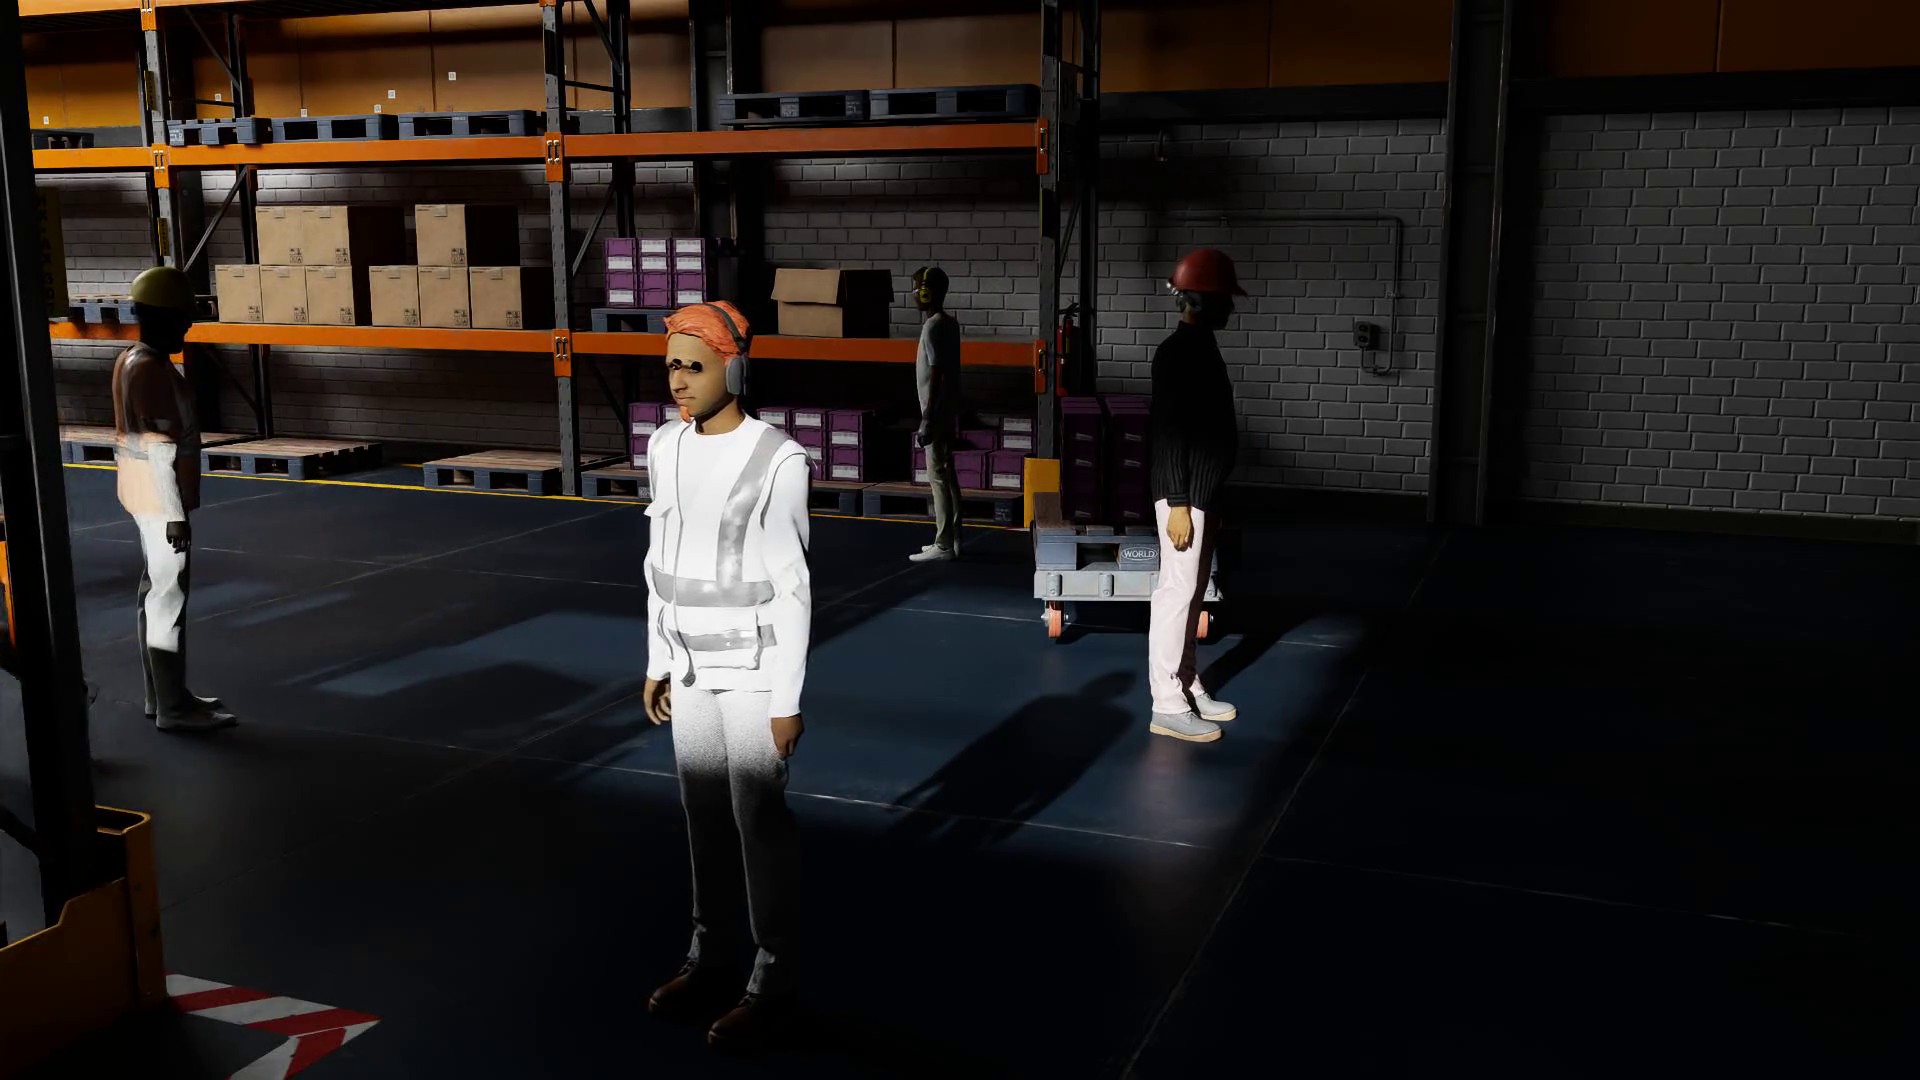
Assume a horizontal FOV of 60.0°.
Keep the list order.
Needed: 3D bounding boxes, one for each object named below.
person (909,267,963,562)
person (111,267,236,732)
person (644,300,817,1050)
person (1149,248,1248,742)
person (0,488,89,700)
[{"bbox_3d":[-0.150,-0.787,10.536,0.311,1.864,0.533,3,11,15],"label":"person"},{"bbox_3d":[-3.293,-0.166,6.930,0.381,1.917,0.585,-6,12,-31],"label":"person"},{"bbox_3d":[-0.598,0.339,4.231,0.575,1.880,0.359,9,14,42],"label":"person"},{"bbox_3d":[0.965,-0.189,6.841,0.378,1.995,0.608,4,11,22],"label":"person"},{"bbox_3d":[-3.820,-0.017,6.415,0.676,1.804,0.598,1,10,4],"label":"person"}]
